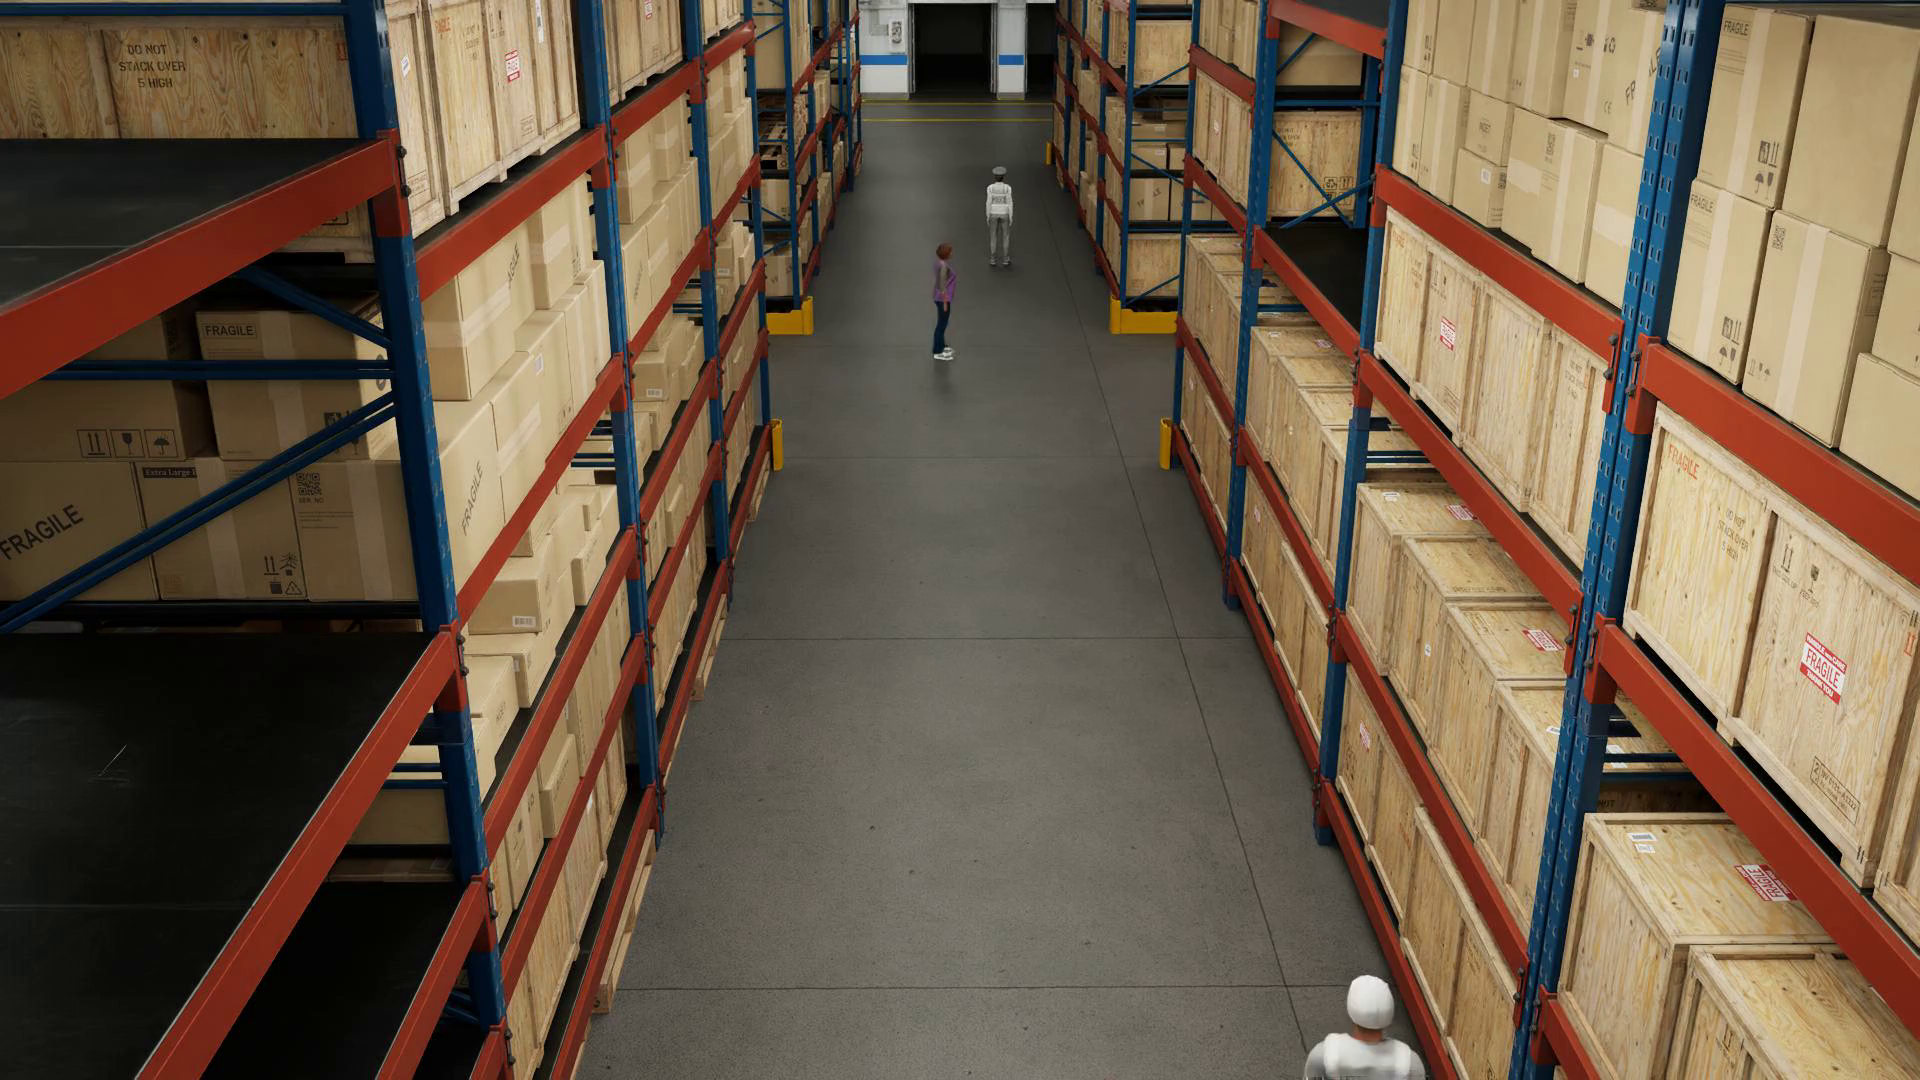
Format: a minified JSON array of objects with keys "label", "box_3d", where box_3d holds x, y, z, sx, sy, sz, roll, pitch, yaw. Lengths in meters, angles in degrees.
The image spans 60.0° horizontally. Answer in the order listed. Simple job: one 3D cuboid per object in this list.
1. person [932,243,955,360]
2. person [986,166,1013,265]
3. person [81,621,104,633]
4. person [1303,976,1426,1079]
[{"label":"person","box_3d":[-0.236,-3.339,23.192,0.341,1.600,0.481,-5,22,-12]},{"label":"person","box_3d":[0.690,-5.630,28.897,0.465,1.693,0.361,2,22,4]},{"label":"person","box_3d":[-7.590,-0.062,14.618,0.582,1.755,0.921,-3,22,-6]},{"label":"person","box_3d":[1.801,2.727,7.575,0.573,1.794,0.766,3,22,8]}]
